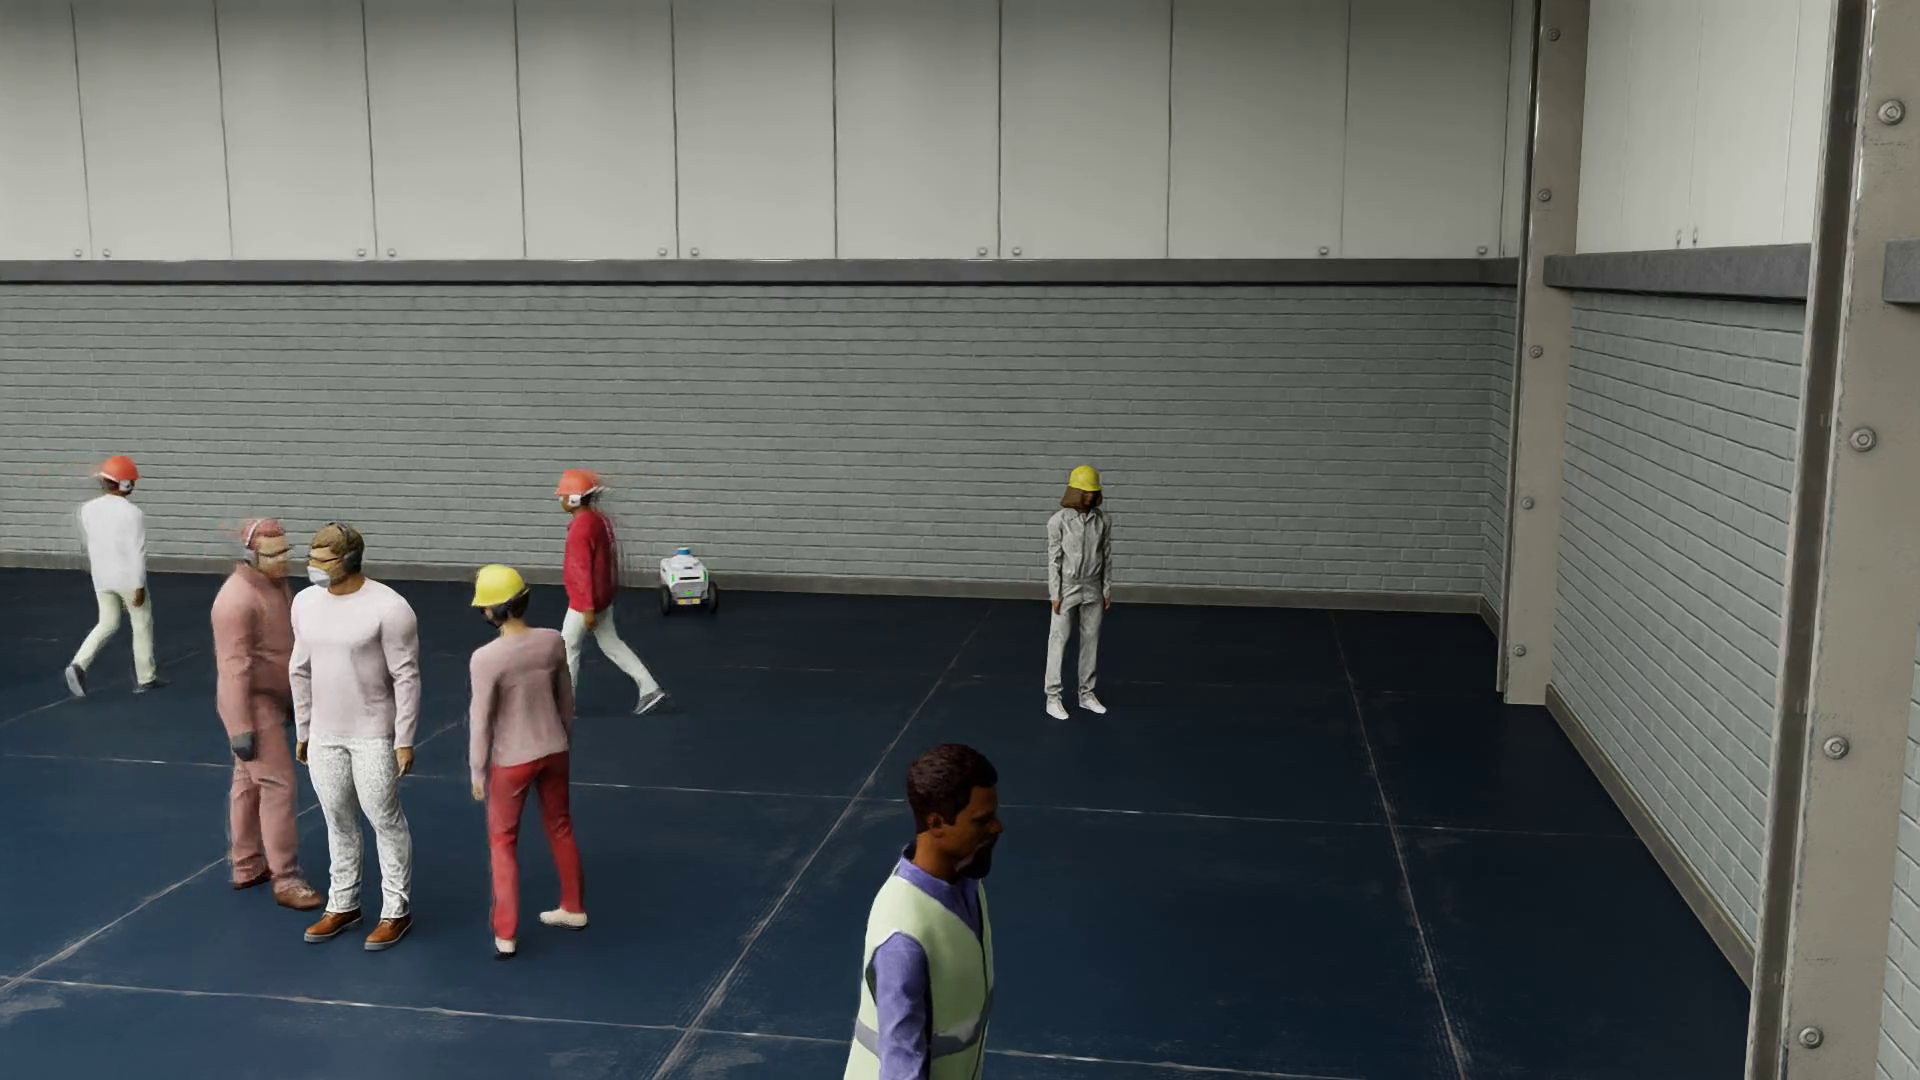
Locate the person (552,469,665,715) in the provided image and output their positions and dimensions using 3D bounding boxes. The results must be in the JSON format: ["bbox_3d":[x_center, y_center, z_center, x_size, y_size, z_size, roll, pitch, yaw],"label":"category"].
[{"bbox_3d":[-2.441,0.370,11.233,0.858,1.717,0.576,0,9,2],"label":"person"}]

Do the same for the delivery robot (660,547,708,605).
[{"bbox_3d":[-2.469,0.310,14.866,0.477,0.478,0.707,-3,10,-17],"label":"delivery robot"}]

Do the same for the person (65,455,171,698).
[{"bbox_3d":[-6.012,0.266,11.793,0.564,1.733,0.687,3,10,18],"label":"person"}]

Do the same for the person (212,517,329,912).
[{"bbox_3d":[-3.301,0.818,7.991,0.591,1.878,0.677,-1,9,-9],"label":"person"}]

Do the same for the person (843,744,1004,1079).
[{"bbox_3d":[-0.091,1.426,4.131,0.402,1.909,0.587,2,9,12],"label":"person"}]

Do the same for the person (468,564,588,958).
[{"bbox_3d":[-1.965,0.963,7.463,0.383,1.744,0.585,7,12,38],"label":"person"}]

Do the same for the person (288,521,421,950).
[{"bbox_3d":[-2.710,0.869,7.453,0.635,1.936,0.350,3,10,17],"label":"person"}]

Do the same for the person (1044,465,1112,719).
[{"bbox_3d":[0.820,0.351,11.289,0.483,1.734,0.353,-4,10,-26],"label":"person"}]
